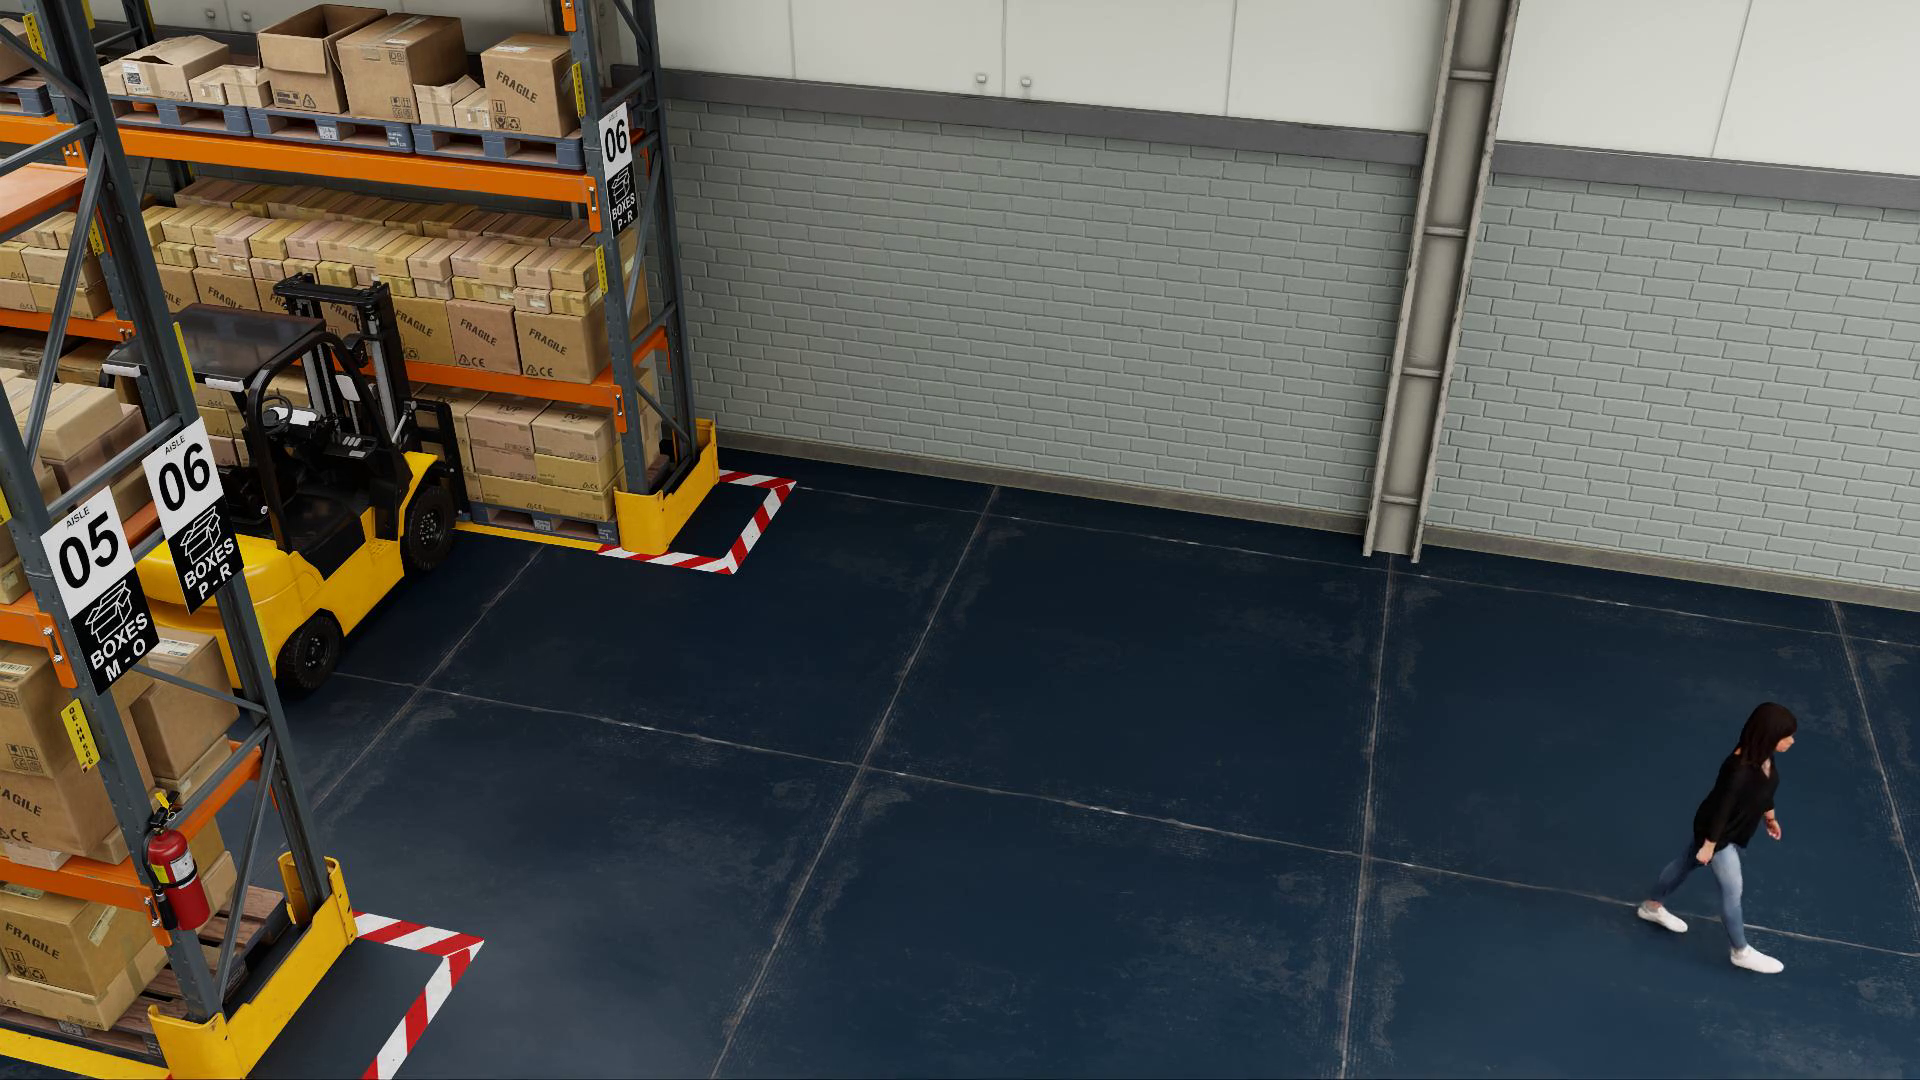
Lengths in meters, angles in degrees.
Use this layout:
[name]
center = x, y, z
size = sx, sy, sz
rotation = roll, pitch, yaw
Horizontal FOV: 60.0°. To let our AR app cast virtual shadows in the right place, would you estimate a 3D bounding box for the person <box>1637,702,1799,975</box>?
[person]
center = 3.836, 1.445, 8.535
size = 1.036, 1.615, 0.768
rotation = 18, 37, 26
